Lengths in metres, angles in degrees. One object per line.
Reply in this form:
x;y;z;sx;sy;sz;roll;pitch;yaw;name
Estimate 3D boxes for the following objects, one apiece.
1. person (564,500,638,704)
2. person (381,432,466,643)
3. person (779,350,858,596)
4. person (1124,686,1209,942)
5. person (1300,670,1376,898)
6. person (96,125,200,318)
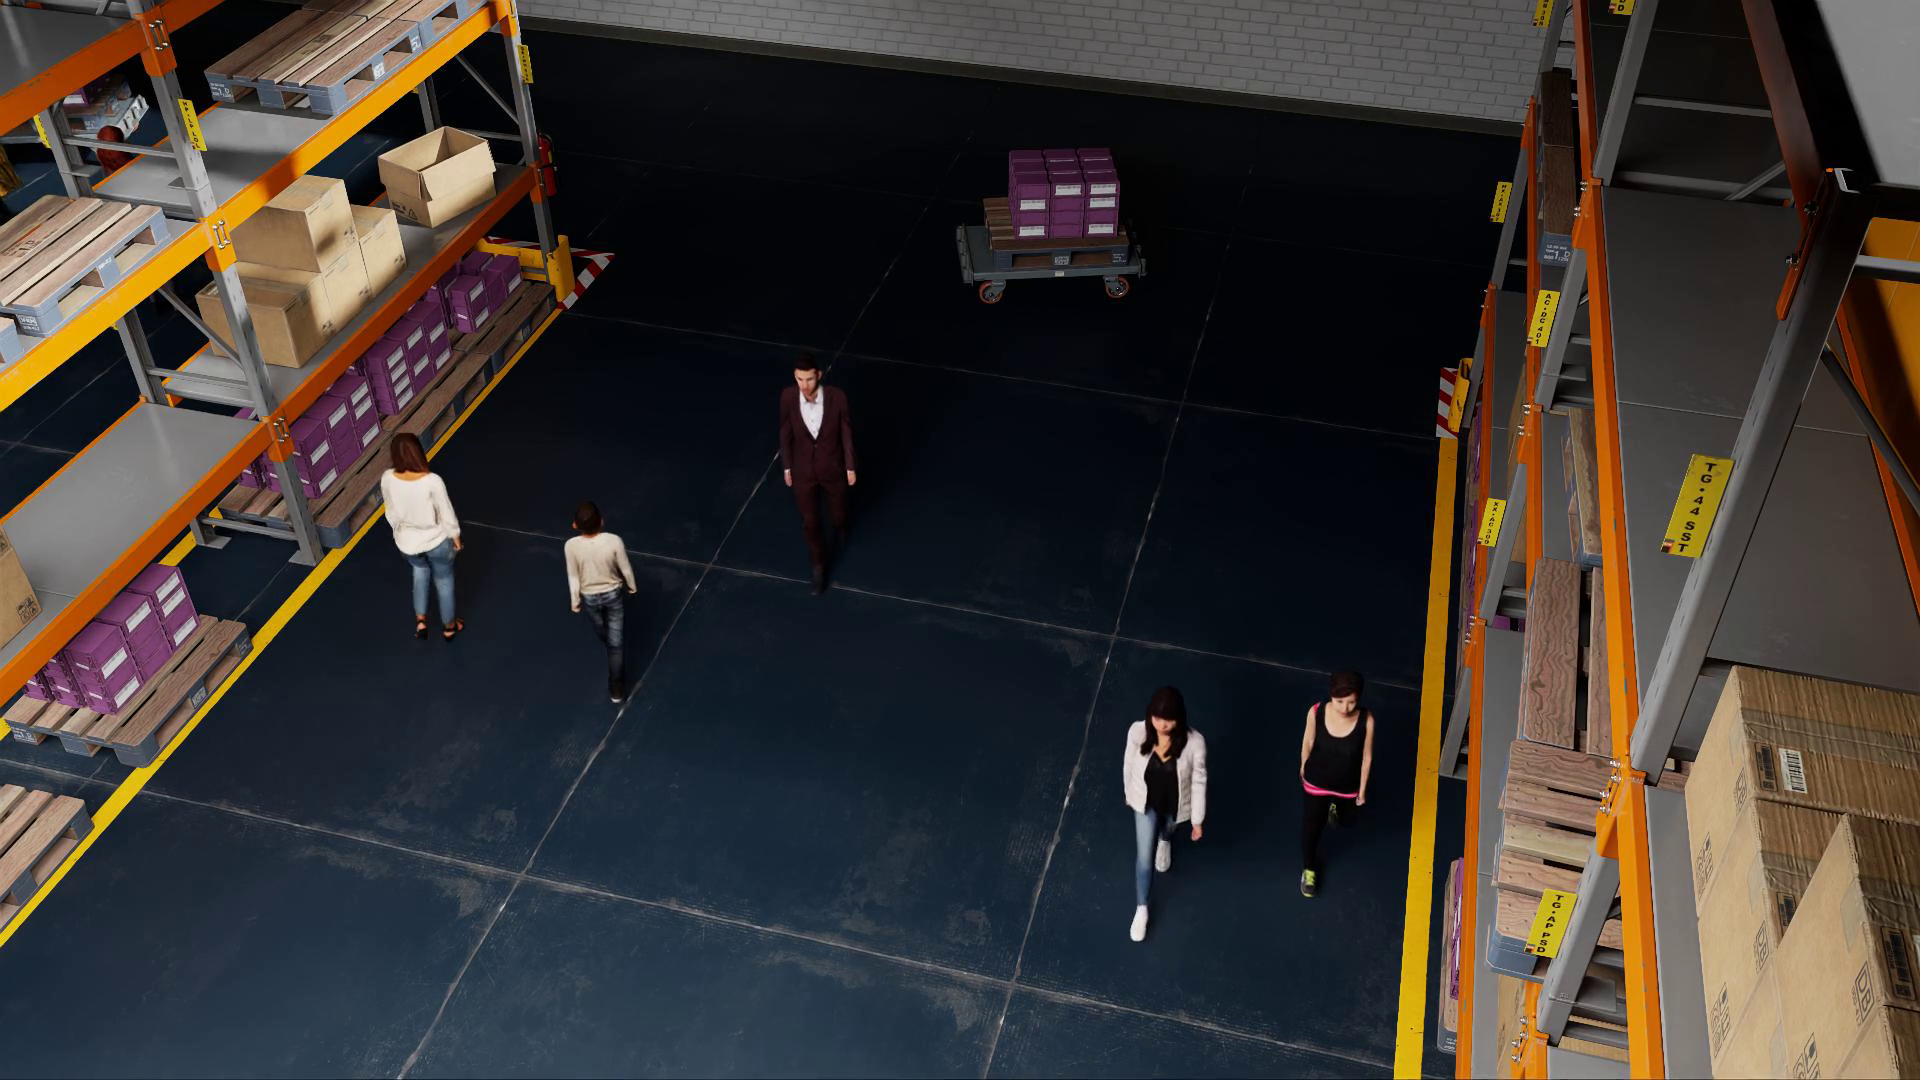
-2.302;0.414;10.709;0.811;1.431;1.073;-4;39;-5;person
-3.560;0.044;10.975;0.661;1.675;0.701;5;39;7;person
-0.967;-0.538;11.570;0.843;1.844;1.074;1;39;1;person
1.160;1.396;9.342;0.686;1.602;1.067;7;39;8;person
2.159;1.294;9.527;0.566;1.530;0.961;8;39;10;person
-7.089;-2.747;14.388;0.587;1.779;0.506;11;40;13;person
